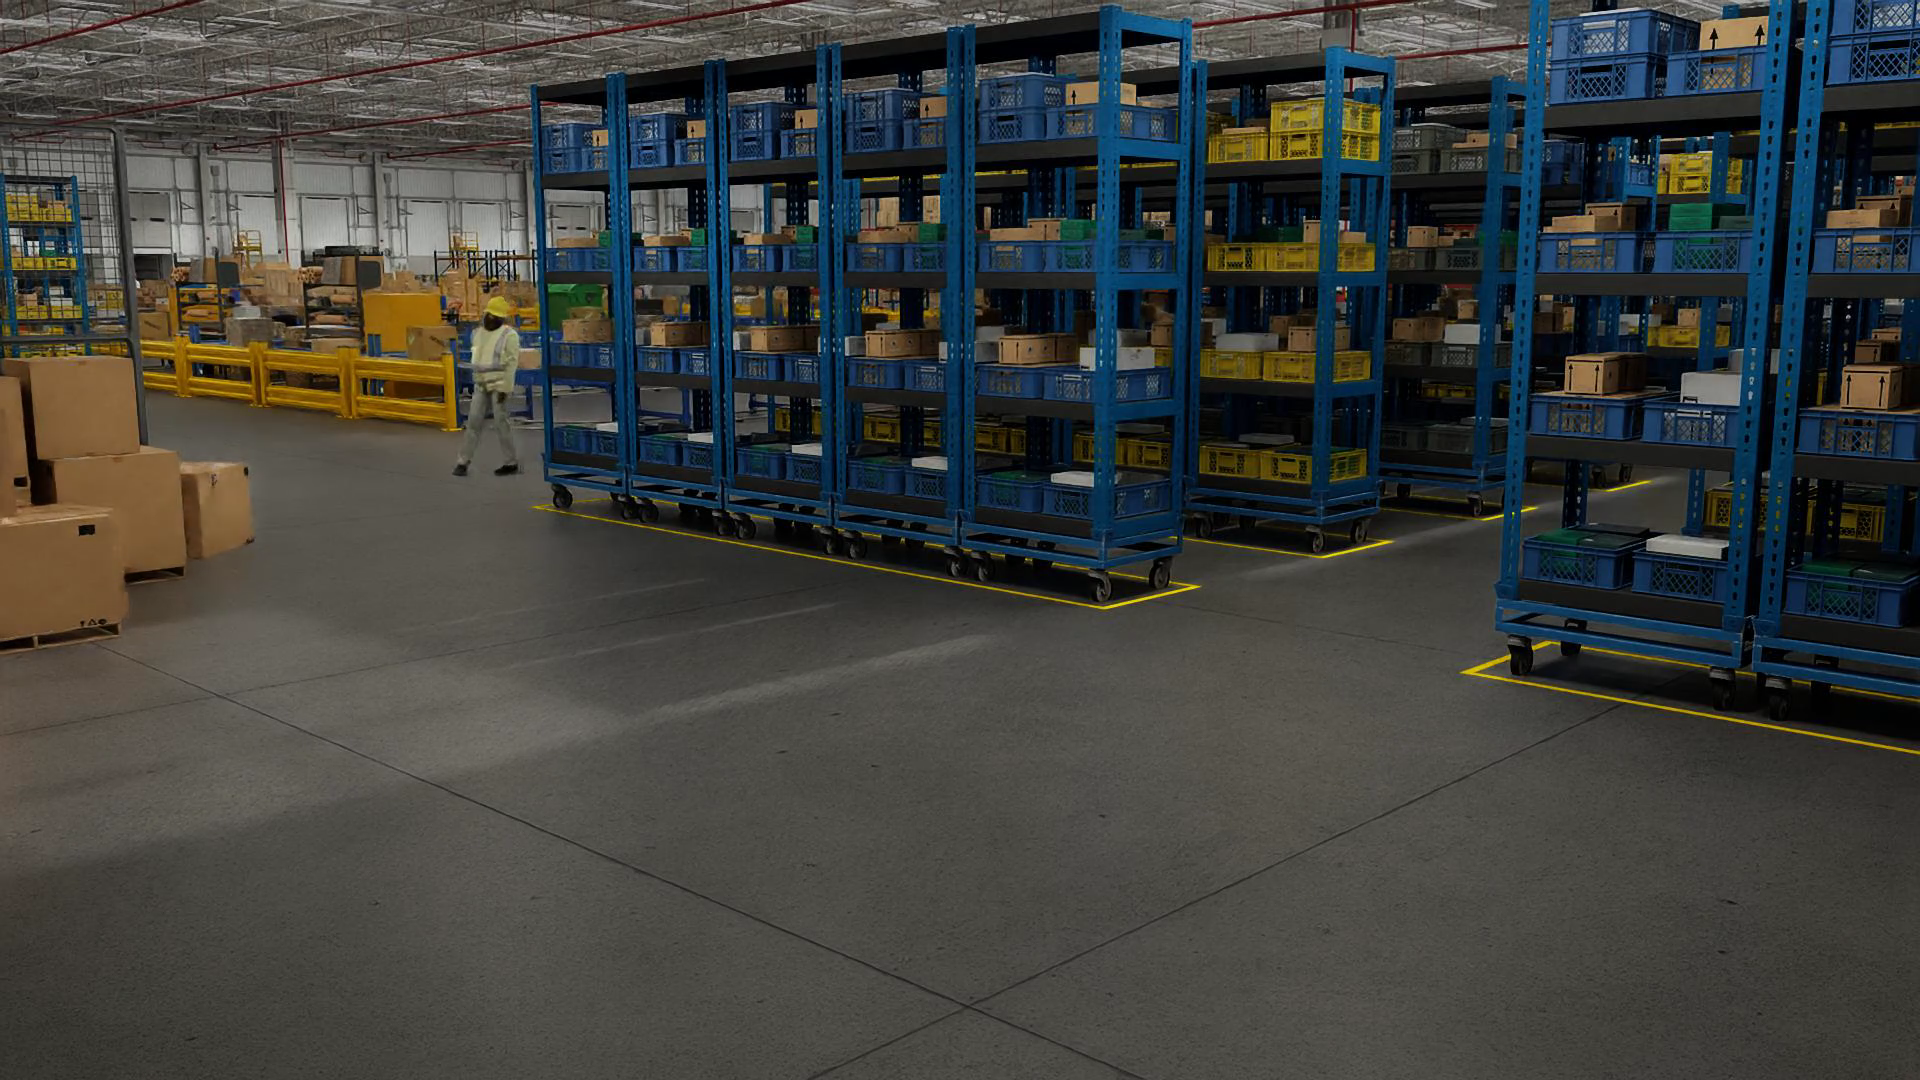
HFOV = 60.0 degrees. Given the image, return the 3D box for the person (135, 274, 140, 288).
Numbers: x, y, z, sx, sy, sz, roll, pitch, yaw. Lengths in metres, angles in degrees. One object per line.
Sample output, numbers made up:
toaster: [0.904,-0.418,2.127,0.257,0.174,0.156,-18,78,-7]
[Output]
person: [-32.695,-9.627,65.851,0.551,1.936,0.356,6,11,33]

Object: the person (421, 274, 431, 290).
person: [-23.035,-10.544,71.798,0.515,1.839,0.868,1,9,6]

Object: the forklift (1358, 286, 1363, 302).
forklift: [11.100,-7.017,46.970,1.873,2.768,1.129,9,13,43]

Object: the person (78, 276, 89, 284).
person: [-39.772,-11.091,75.245,0.652,1.799,0.915,3,10,19]

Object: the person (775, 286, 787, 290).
person: [-7.290,-10.019,68.165,0.613,1.965,0.361,-6,11,-34]

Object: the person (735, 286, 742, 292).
person: [-10.830,-11.927,80.294,0.976,1.835,0.578,8,12,41]

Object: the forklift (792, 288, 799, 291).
forklift: [-8.139,-12.015,77.611,1.873,2.768,1.129,9,13,43]

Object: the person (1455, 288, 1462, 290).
person: [17.810,-8.515,59.828,0.442,1.682,0.538,-9,13,-42]

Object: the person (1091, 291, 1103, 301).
person: [4.594,-7.597,53.766,0.658,1.812,0.626,7,12,38]

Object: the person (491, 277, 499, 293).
person: [-16.593,-8.496,59.443,0.326,1.767,0.533,-1,9,-4]

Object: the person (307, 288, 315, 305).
person: [-24.320,-9.059,62.436,0.545,1.920,0.780,9,13,43]

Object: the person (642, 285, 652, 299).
person: [-12.851,-9.998,68.411,0.492,1.855,0.414,5,11,30]

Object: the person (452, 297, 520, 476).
person: [-4.701,-1.492,16.412,0.615,1.784,0.777,5,10,26]

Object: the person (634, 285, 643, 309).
person: [-10.131,-7.264,51.952,0.527,1.754,0.381,-8,12,-39]

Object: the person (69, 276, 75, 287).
person: [-41.384,-11.569,77.808,0.608,1.925,0.764,0,9,2]
